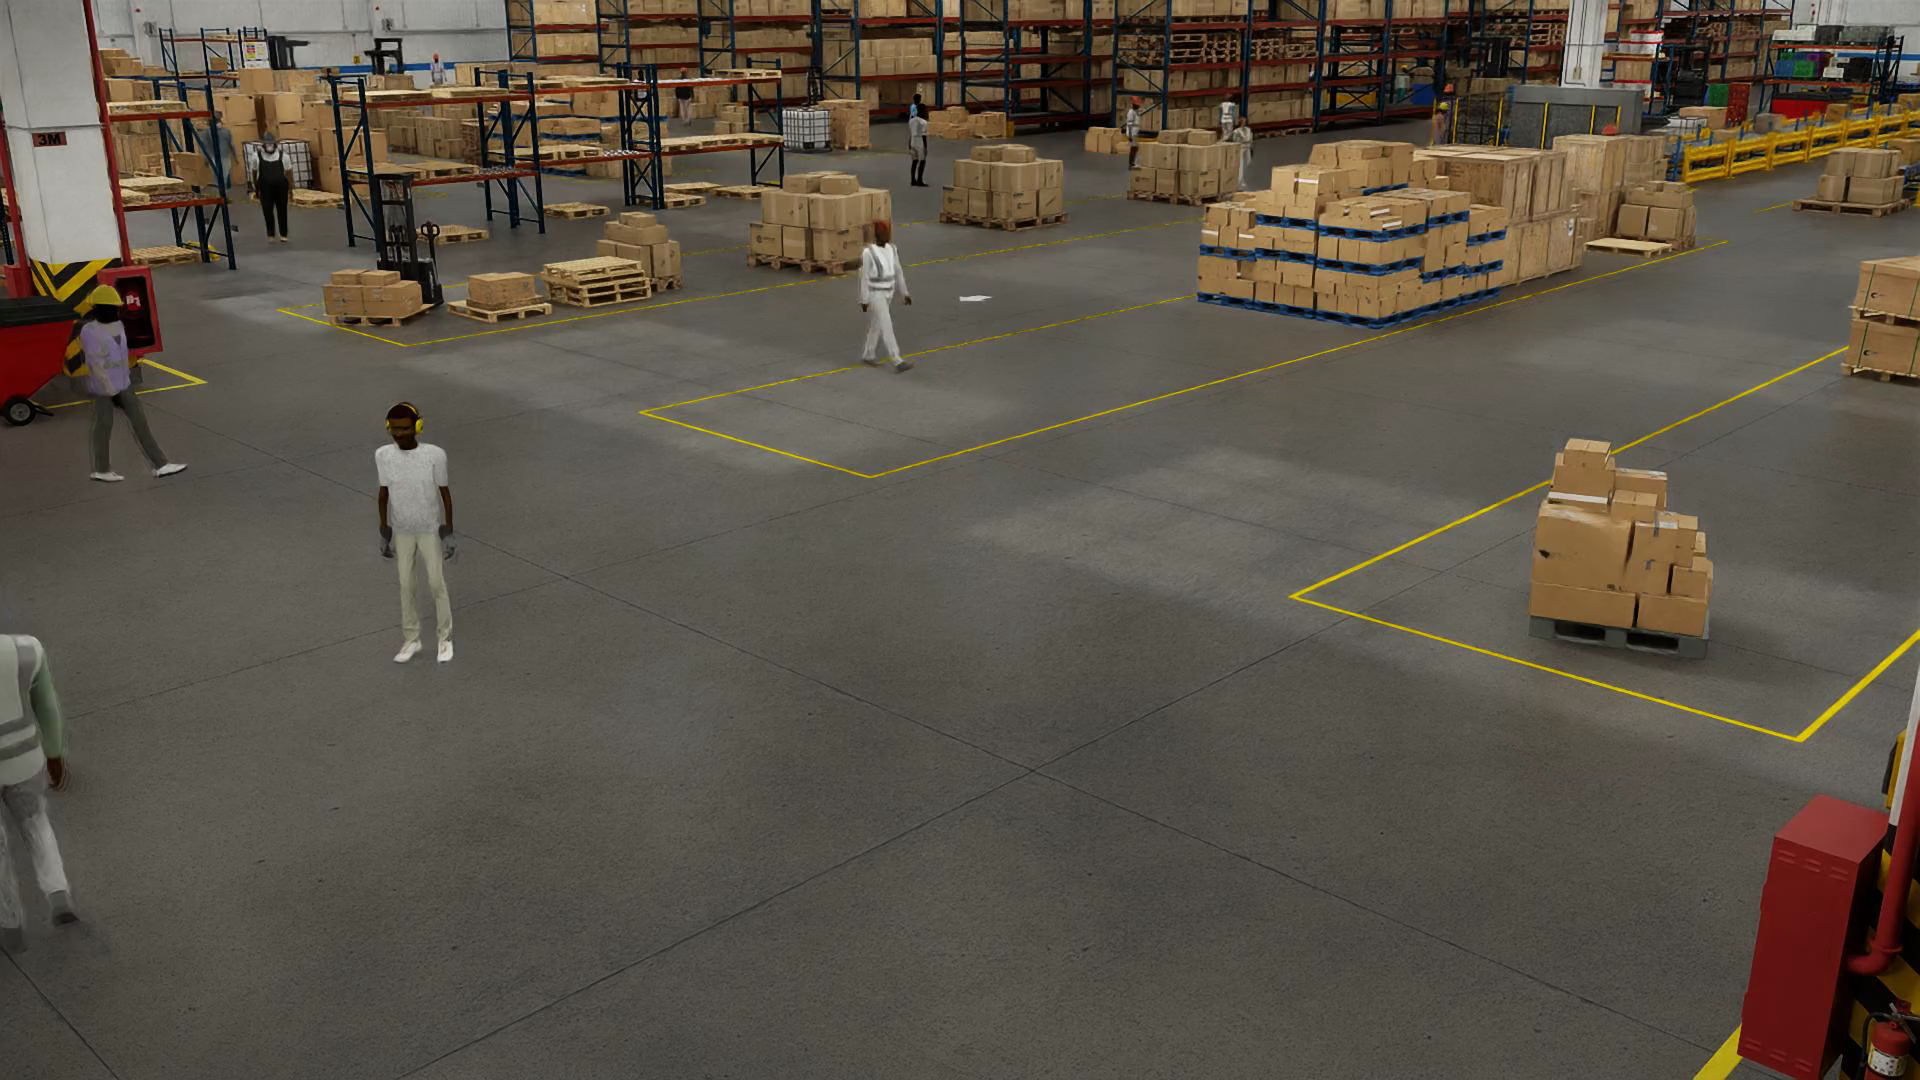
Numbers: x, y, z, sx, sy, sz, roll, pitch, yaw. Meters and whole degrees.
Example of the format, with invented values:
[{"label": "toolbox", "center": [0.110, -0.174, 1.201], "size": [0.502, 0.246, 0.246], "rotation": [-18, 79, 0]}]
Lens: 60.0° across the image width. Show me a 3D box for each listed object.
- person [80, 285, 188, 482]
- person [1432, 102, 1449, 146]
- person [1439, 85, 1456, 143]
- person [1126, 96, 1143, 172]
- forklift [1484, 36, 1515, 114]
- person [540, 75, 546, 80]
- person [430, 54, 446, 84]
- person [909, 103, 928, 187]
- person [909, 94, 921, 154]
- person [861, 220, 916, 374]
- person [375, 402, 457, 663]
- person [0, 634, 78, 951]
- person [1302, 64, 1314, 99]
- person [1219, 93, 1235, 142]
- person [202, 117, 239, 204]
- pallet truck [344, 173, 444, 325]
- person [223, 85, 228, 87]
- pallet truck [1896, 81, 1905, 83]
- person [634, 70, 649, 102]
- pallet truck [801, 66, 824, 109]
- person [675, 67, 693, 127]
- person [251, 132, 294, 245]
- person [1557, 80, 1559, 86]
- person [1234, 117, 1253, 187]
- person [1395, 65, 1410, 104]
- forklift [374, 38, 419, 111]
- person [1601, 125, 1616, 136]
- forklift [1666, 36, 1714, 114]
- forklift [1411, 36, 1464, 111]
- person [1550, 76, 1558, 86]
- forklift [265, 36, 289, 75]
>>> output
[{"label": "person", "center": [-7.918, -1.456, 15.724], "size": [0.902, 1.890, 0.590], "rotation": [4, 19, 11]}, {"label": "person", "center": [12.336, -10.452, 43.047], "size": [0.629, 1.739, 0.536], "rotation": [-2, 18, -7]}, {"label": "person", "center": [13.905, -12.036, 47.589], "size": [0.568, 1.884, 1.003], "rotation": [15, 24, 38]}, {"label": "person", "center": [4.510, -10.424, 42.718], "size": [0.464, 1.909, 0.598], "rotation": [10, 21, 29]}, {"label": "forklift", "center": [19.973, -17.201, 61.605], "size": [1.873, 2.768, 1.129], "rotation": [16, 24, 40]}, {"label": "person", "center": [-13.706, -14.364, 54.759], "size": [0.925, 1.794, 0.635], "rotation": [-13, 23, -35]}, {"label": "person", "center": [-22.009, -19.523, 70.144], "size": [0.554, 1.903, 0.962], "rotation": [-8, 20, -24]}, {"label": "person", "center": [-0.975, -9.352, 39.403], "size": [0.381, 1.956, 0.606], "rotation": [-15, 23, -37]}, {"label": "person", "center": [-1.257, -11.796, 47.200], "size": [0.334, 1.686, 0.532], "rotation": [7, 20, 21]}, {"label": "person", "center": [-0.858, -2.970, 20.342], "size": [0.941, 1.839, 0.599], "rotation": [12, 22, 31]}, {"label": "person", "center": [-3.760, -0.047, 11.511], "size": [0.534, 1.864, 0.310], "rotation": [0, 18, -1]}, {"label": "person", "center": [-4.661, 1.078, 8.023], "size": [0.446, 1.933, 0.612], "rotation": [16, 24, 40]}, {"label": "person", "center": [13.827, -18.023, 66.001], "size": [0.542, 1.649, 0.896], "rotation": [4, 19, 12]}, {"label": "person", "center": [7.781, -12.216, 48.533], "size": [0.530, 1.626, 0.437], "rotation": [16, 24, 40]}, {"label": "person", "center": [-16.032, -8.274, 36.216], "size": [0.830, 1.909, 0.657], "rotation": [15, 24, 38]}, {"label": "pallet truck", "center": [-8.209, -4.181, 23.757], "size": [0.823, 1.965, 1.885], "rotation": [3, 19, 9]}, {"label": "person", "center": [-20.950, -12.086, 47.765], "size": [0.642, 1.894, 1.040], "rotation": [-13, 23, -35]}, {"label": "pallet truck", "center": [34.802, -16.331, 61.455], "size": [0.653, 1.274, 1.630], "rotation": [17, 25, 41]}, {"label": "person", "center": [-10.755, -14.878, 56.127], "size": [0.384, 1.914, 0.595], "rotation": [16, 24, 40]}, {"label": "pallet truck", "center": [-4.812, -15.182, 56.903], "size": [0.823, 1.965, 1.885], "rotation": [-9, 21, -26]}, {"label": "person", "center": [-9.427, -15.136, 56.825], "size": [0.611, 1.961, 0.762], "rotation": [-4, 19, -11]}, {"label": "person", "center": [-12.598, -6.461, 30.559], "size": [0.700, 2.000, 0.846], "rotation": [-8, 20, -22]}, {"label": "person", "center": [20.800, -15.226, 57.602], "size": [0.502, 1.632, 0.279], "rotation": [-9, 20, -26]}, {"label": "person", "center": [6.755, -9.260, 39.627], "size": [0.542, 1.624, 0.499], "rotation": [-8, 20, -23]}, {"label": "person", "center": [16.978, -17.319, 63.770], "size": [0.533, 1.724, 0.898], "rotation": [11, 21, 29]}, {"label": "forklift", "center": [-20.410, -16.608, 59.819], "size": [1.129, 2.768, 1.873], "rotation": [1, 18, 3]}, {"label": "person", "center": [13.203, -7.519, 33.994], "size": [0.997, 1.887, 0.546], "rotation": [-7, 20, -21]}, {"label": "forklift", "center": [27.341, -17.291, 61.877], "size": [1.129, 2.768, 1.873], "rotation": [17, 25, 41]}, {"label": "forklift", "center": [18.137, -17.540, 62.626], "size": [1.873, 2.768, 1.129], "rotation": [17, 25, 41]}, {"label": "person", "center": [20.691, -15.460, 58.345], "size": [0.629, 1.619, 0.508], "rotation": [12, 22, 33]}, {"label": "forklift", "center": [-25.671, -17.576, 62.735], "size": [1.129, 2.768, 1.873], "rotation": [17, 25, 41]}]
